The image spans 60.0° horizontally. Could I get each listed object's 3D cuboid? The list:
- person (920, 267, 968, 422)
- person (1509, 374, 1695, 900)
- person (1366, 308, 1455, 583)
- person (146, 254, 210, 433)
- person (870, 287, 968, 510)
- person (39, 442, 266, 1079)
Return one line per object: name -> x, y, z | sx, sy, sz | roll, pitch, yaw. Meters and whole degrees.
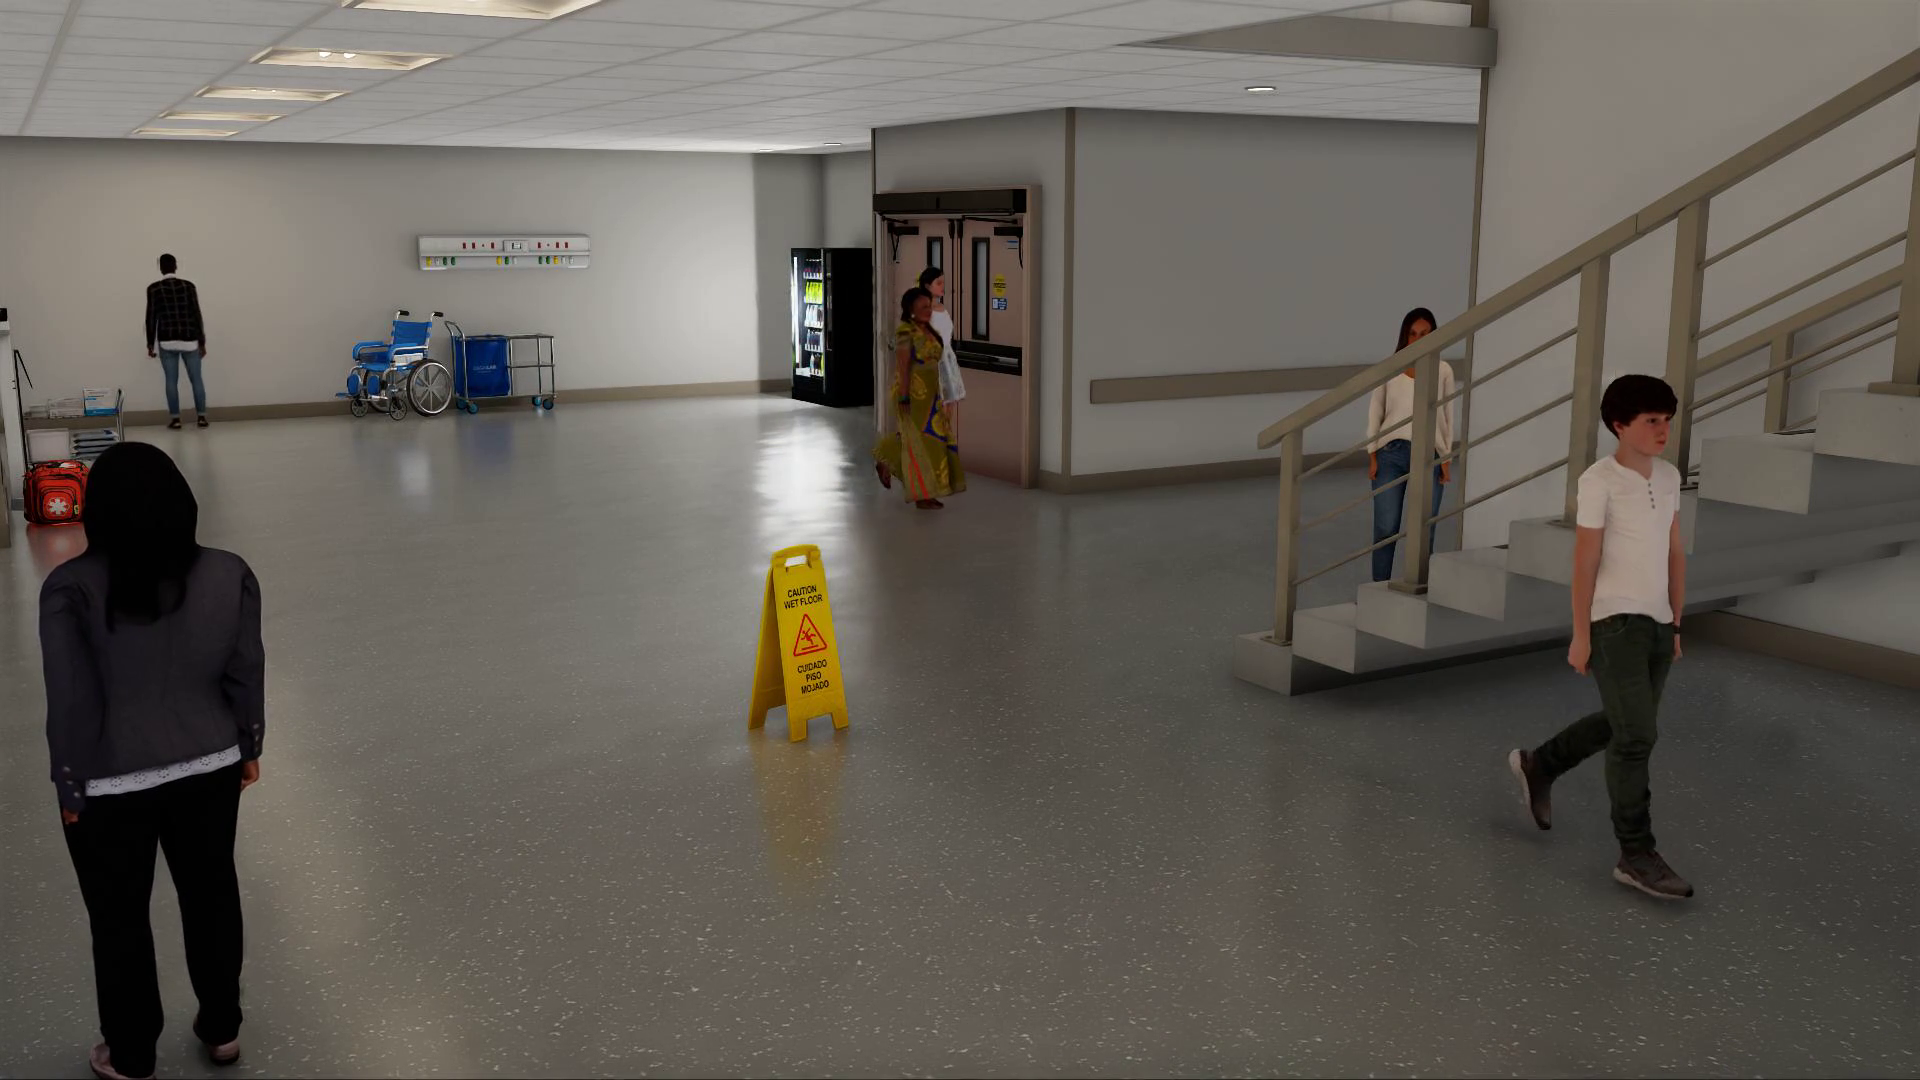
person -> -0.264, -1.293, 13.384 | 1.001, 1.762, 0.892 | 5, 12, 26
person -> 2.107, 0.287, 5.410 | 0.599, 1.633, 1.020 | -5, 12, -26
person -> 2.440, -0.423, 9.028 | 0.694, 1.678, 0.744 | 2, 11, 12
person -> -8.072, -2.035, 17.155 | 0.691, 1.816, 0.571 | -6, 12, -28
person -> -0.384, -1.051, 12.433 | 1.267, 1.642, 1.120 | 6, 12, 29
person -> -1.983, 0.554, 4.094 | 0.750, 1.599, 0.745 | 10, 15, 42
